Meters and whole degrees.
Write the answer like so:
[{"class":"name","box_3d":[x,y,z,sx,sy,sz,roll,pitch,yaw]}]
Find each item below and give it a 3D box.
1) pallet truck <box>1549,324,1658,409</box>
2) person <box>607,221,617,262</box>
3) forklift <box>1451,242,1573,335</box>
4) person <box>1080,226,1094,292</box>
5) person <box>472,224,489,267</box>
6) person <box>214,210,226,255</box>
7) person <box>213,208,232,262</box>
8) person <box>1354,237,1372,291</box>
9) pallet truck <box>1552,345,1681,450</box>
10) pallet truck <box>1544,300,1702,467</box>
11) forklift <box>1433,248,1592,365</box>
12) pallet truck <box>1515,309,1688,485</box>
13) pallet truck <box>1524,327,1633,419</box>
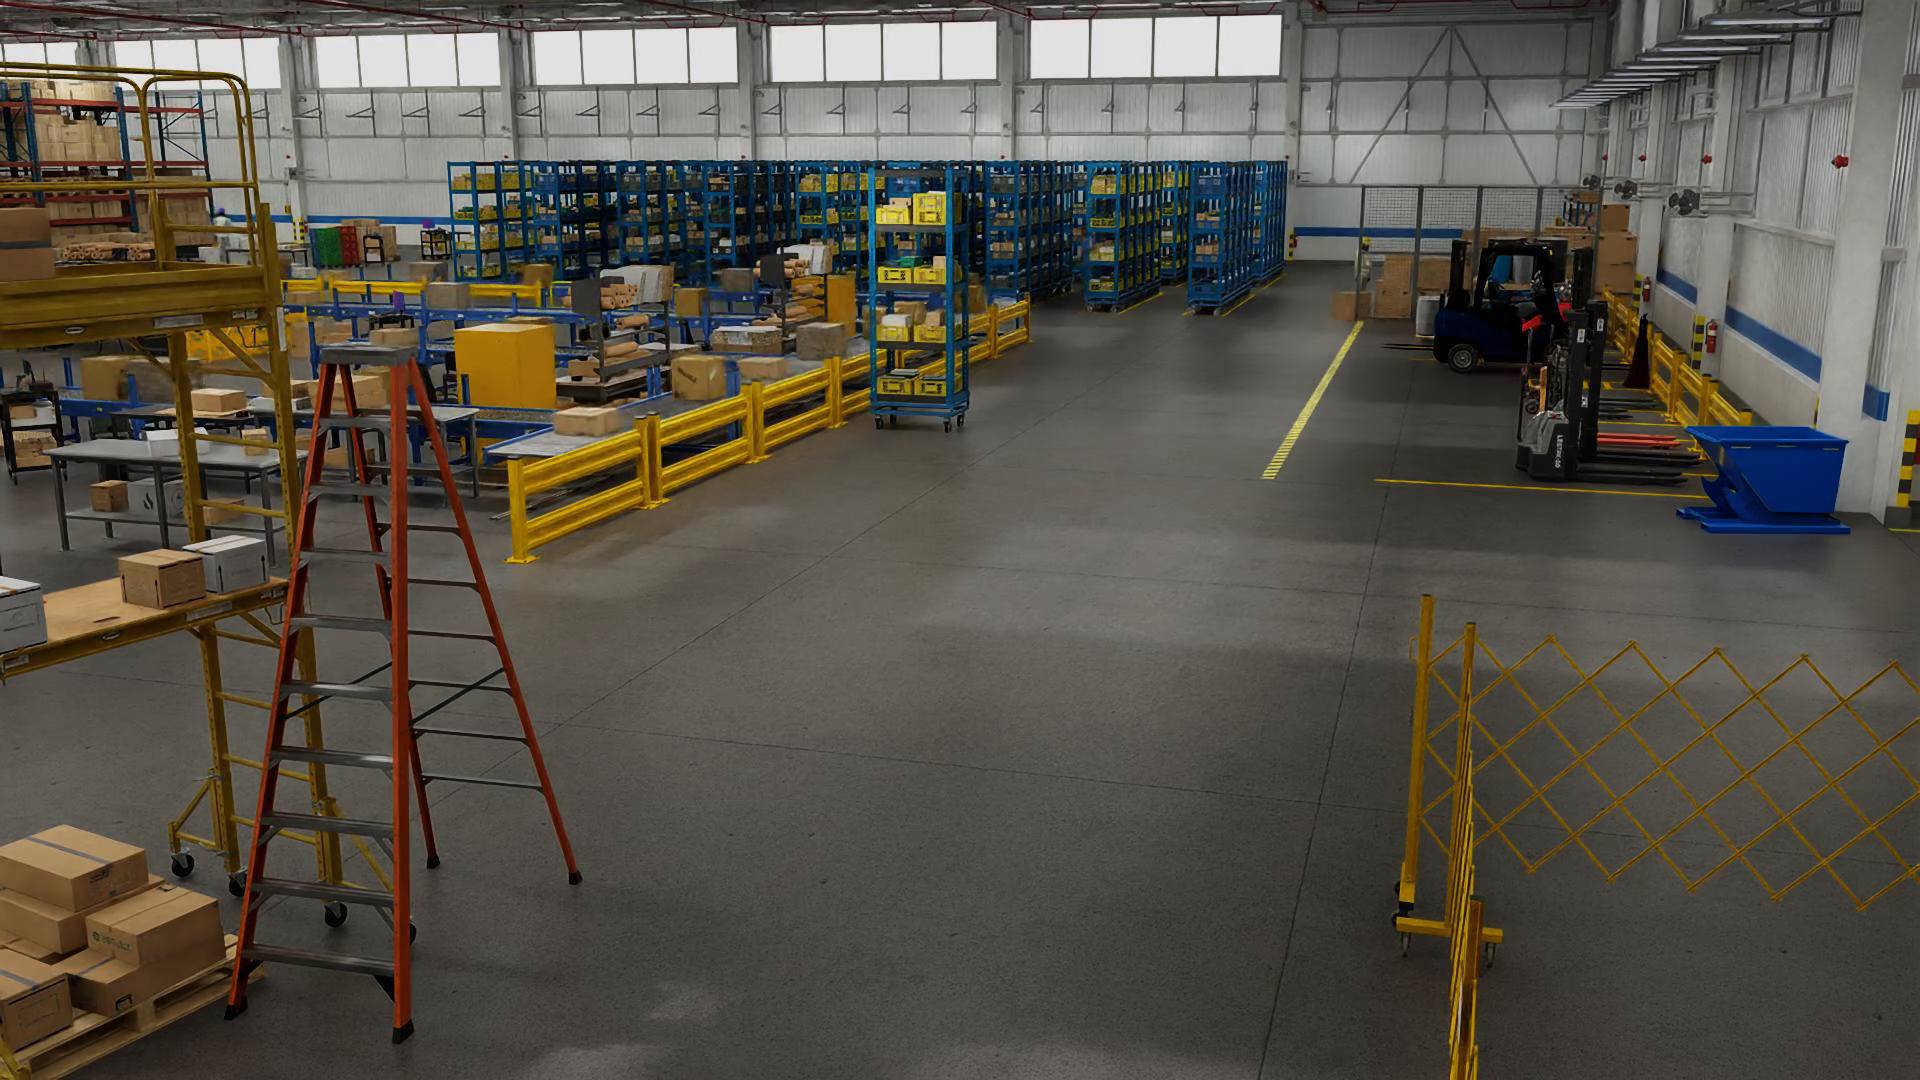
[{"class":"pallet truck","box_3d":[9.824,-2.669,25.407,1.601,1.201,0.680,4,14,16]},{"class":"person","box_3d":[-10.874,-9.190,51.935,0.639,1.981,0.632,-1,13,-3]},{"class":"forklift","box_3d":[10.464,-4.597,31.405,2.680,1.987,1.157,4,14,16]},{"class":"person","box_3d":[3.567,-7.817,46.302,0.382,1.842,0.588,1,13,3]},{"class":"person","box_3d":[-14.604,-8.900,50.842,0.655,1.906,0.407,10,17,38]},{"class":"person","box_3d":[-28.273,-11.741,63.508,0.383,1.724,0.480,4,14,16]},{"class":"person","box_3d":[-26.328,-10.901,59.435,0.632,1.928,0.485,-3,13,-14]},{"class":"person","box_3d":[9.800,-6.447,40.420,0.404,1.828,0.591,12,18,42]},{"class":"pallet truck","box_3d":[8.641,-1.896,21.908,1.630,1.274,0.653,4,14,16]},{"class":"pallet truck","box_3d":[8.263,-1.952,20.631,1.885,1.965,0.823,5,14,20]},{"class":"forklift","box_3d":[9.780,-4.111,29.280,2.680,1.987,1.157,3,13,14]},{"class":"pallet truck","box_3d":[7.554,-1.677,19.446,1.885,1.965,0.823,3,13,14]},{"class":"pallet truck","box_3d":[9.065,-2.460,24.370,1.522,1.261,0.704,3,13,14]}]
